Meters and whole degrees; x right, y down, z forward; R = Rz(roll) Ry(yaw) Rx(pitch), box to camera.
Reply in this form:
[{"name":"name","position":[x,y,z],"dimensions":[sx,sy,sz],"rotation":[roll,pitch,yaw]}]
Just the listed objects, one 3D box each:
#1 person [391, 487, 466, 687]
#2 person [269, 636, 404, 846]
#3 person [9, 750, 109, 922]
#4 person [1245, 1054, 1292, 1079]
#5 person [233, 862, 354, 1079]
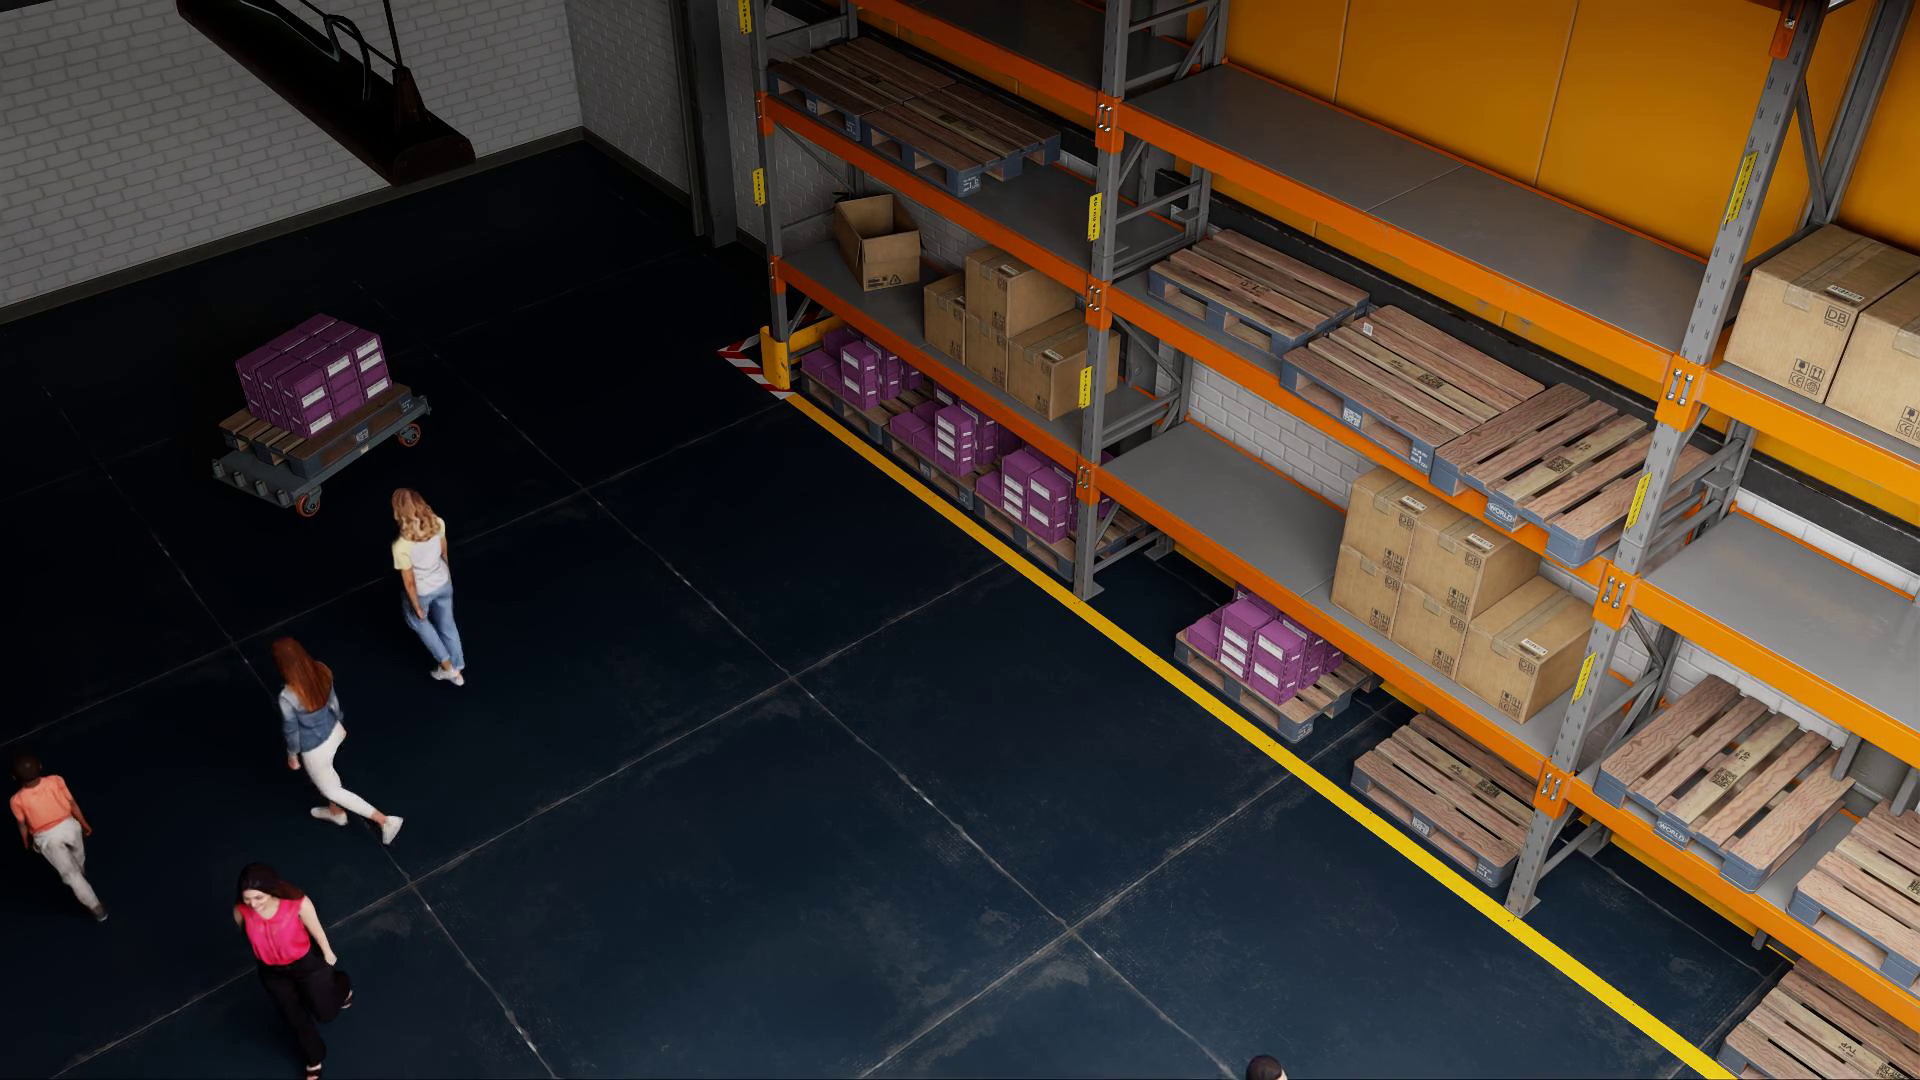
[{"name":"person","position":[-3.649,0.367,11.642],"dimensions":[0.698,1.712,0.701],"rotation":[23,44,26]},{"name":"person","position":[-3.959,1.304,10.497],"dimensions":[1.073,1.677,0.970],"rotation":[7,39,9]},{"name":"person","position":[-5.496,1.826,10.163],"dimensions":[0.894,1.278,0.560],"rotation":[31,48,33]},{"name":"person","position":[1.350,3.068,8.244],"dimensions":[1.088,1.732,0.858],"rotation":[19,42,22]},{"name":"person","position":[-3.684,2.318,9.253],"dimensions":[0.827,1.645,0.924],"rotation":[-2,39,-3]}]
